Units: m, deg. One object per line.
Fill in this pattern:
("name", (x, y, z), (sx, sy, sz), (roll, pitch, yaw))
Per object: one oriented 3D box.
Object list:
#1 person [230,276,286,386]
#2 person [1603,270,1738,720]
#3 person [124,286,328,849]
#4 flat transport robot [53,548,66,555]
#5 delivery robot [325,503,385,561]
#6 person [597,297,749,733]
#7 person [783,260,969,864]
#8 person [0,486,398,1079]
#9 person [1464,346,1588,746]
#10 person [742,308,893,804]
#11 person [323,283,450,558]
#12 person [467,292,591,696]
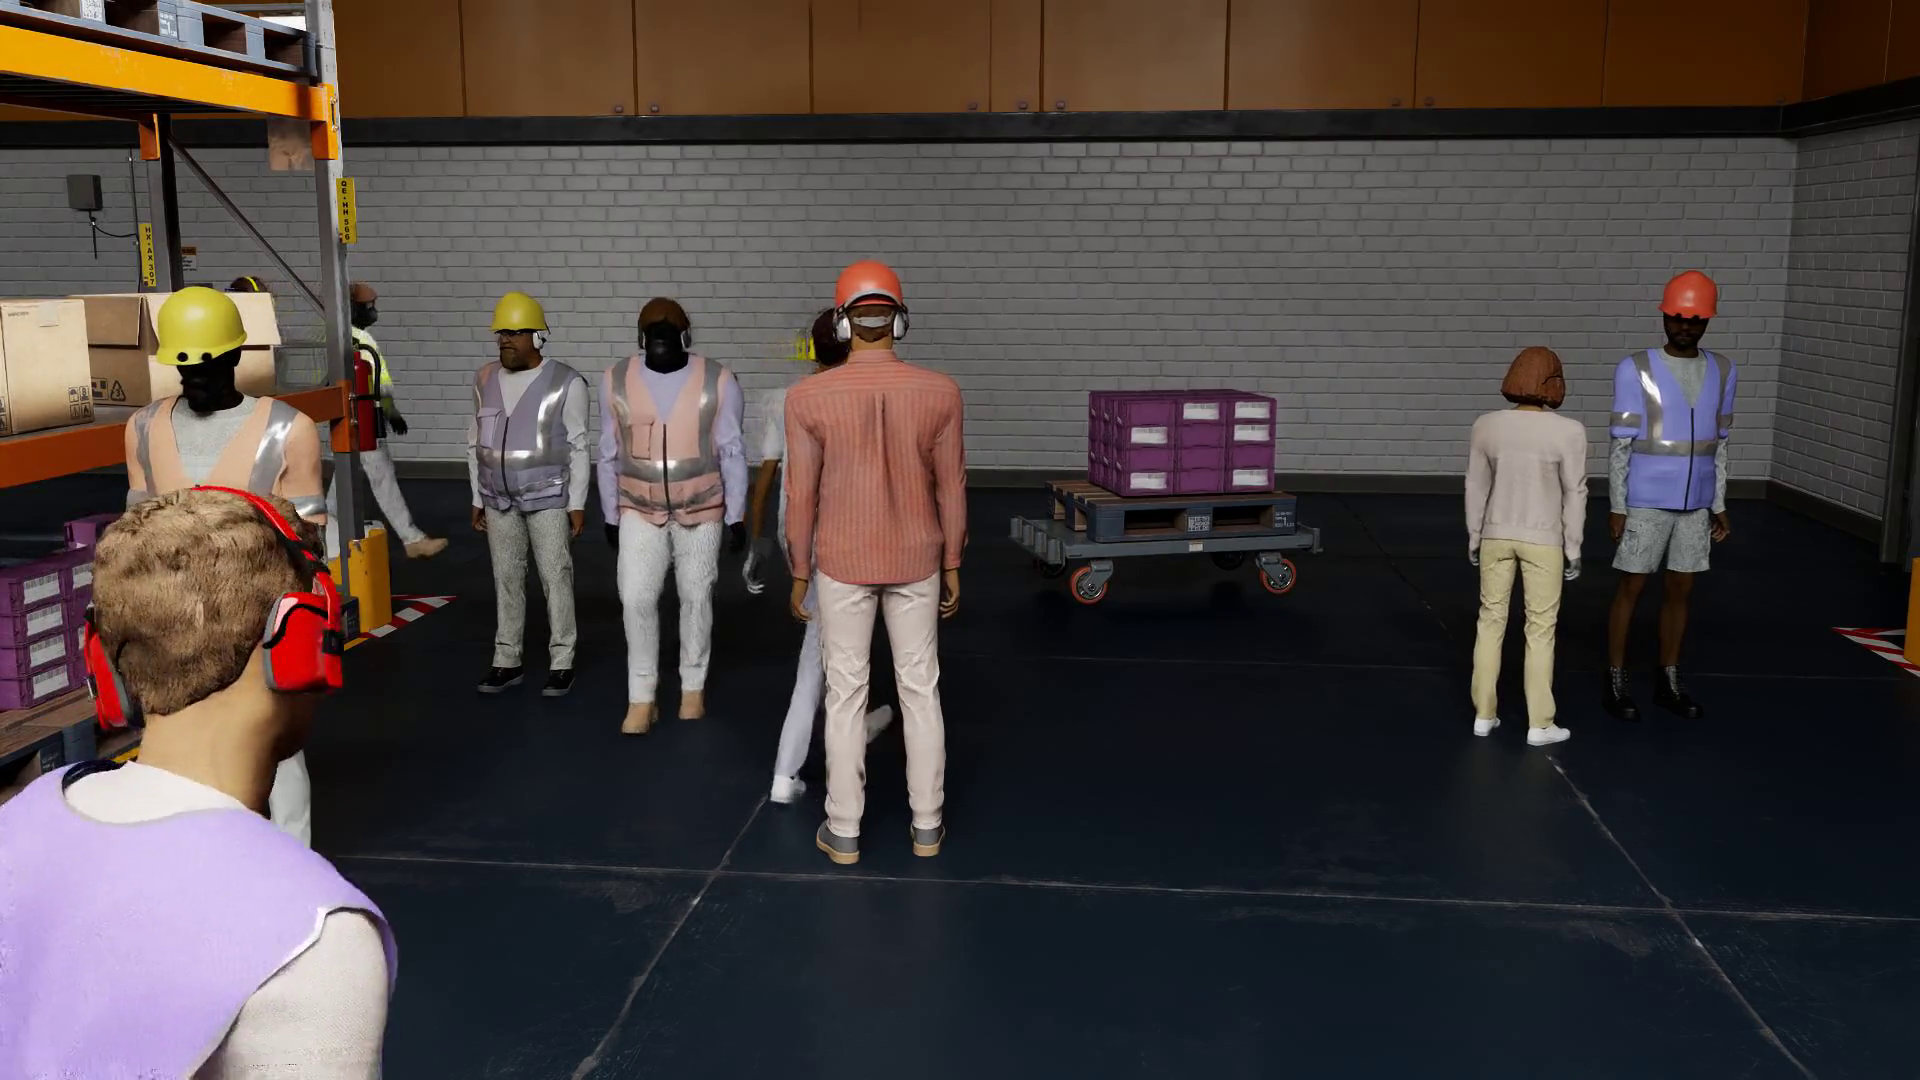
("person", (-4.669, -0.816, 11.017), (0.410, 1.849, 0.552), (-6, 12, -31))
("person", (3.055, -0.178, 7.134), (0.550, 1.933, 0.371), (-1, 10, -7))
("person", (-2.156, 0.222, 4.893), (0.585, 1.918, 0.377), (0, 10, 0))
("flat transport robot", (-4.698, 0.166, 9.922), (1.431, 0.197, 0.652), (5, 11, 29))
("delivery robot", (-3.715, 0.026, 9.646), (0.707, 0.478, 0.477), (-5, 11, -25))
("person", (-1.208, -0.098, 6.986), (0.646, 1.816, 0.696), (-1, 10, -5))
("person", (-0.277, 0.082, 5.495), (0.608, 1.987, 0.388), (-2, 10, -11))
("person", (-0.704, 0.856, 1.602), (0.568, 1.807, 0.543), (9, 13, 42))
("person", (2.317, 0.023, 6.843), (0.502, 1.632, 0.279), (9, 13, 41))
("person", (-0.529, 0.032, 6.298), (0.518, 1.808, 0.965), (4, 11, 23))
("person", (-3.851, -0.771, 10.893), (0.852, 1.802, 0.630), (-2, 10, -13))
("person", (-1.968, -0.200, 7.551), (0.589, 1.834, 0.403), (2, 10, 13))
